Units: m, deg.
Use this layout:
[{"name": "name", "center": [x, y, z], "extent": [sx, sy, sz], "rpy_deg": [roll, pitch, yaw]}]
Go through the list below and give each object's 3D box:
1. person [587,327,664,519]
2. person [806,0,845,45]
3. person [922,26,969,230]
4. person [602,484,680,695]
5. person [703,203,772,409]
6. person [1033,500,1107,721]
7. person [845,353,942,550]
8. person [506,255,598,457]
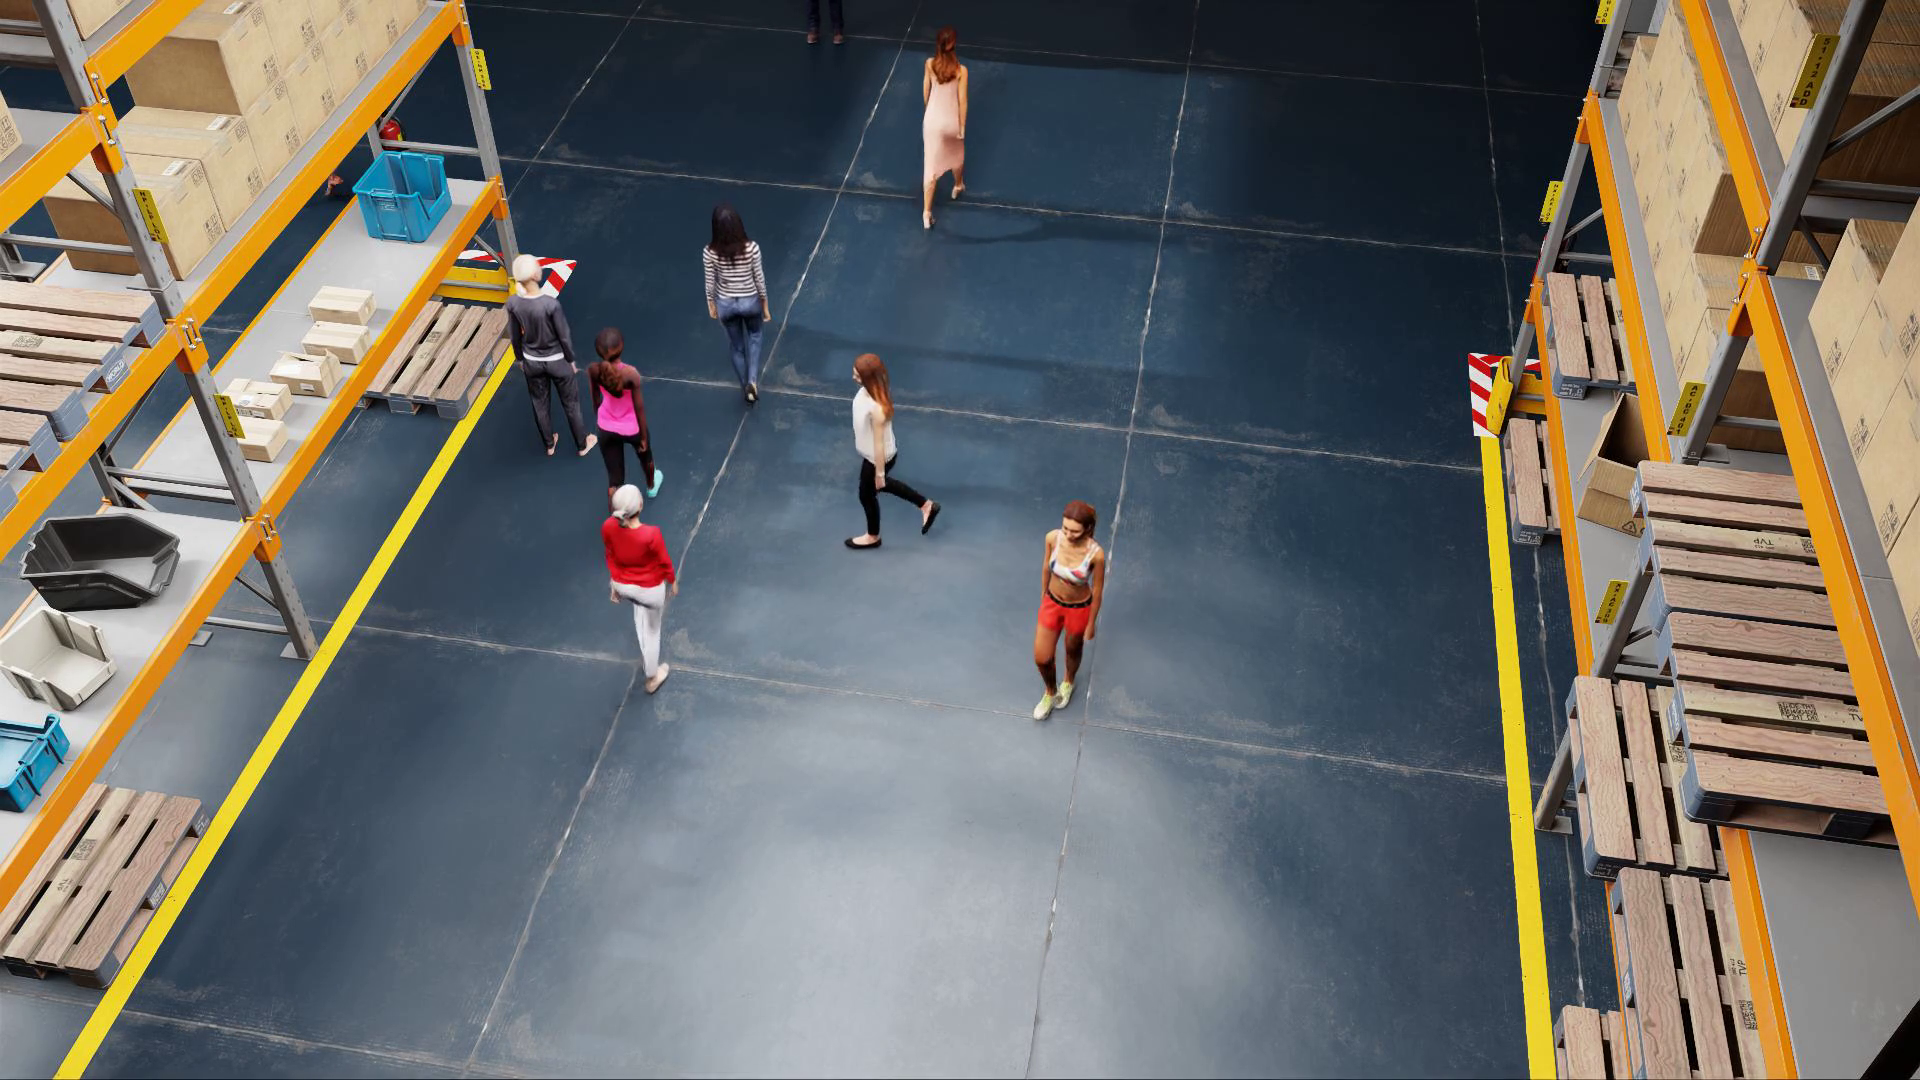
[{"name": "person", "center": [-2.375, -0.686, 11.529], "extent": [0.620, 1.681, 1.141], "rpy_deg": [4, 44, 4]}, {"name": "person", "center": [-1.432, -5.977, 16.968], "extent": [0.795, 1.841, 0.719], "rpy_deg": [-1, 44, -1]}, {"name": "person", "center": [-0.185, -3.555, 14.462], "extent": [0.687, 1.790, 1.132], "rpy_deg": [13, 45, 13]}, {"name": "person", "center": [-2.033, 0.363, 10.427], "extent": [0.585, 1.683, 0.619], "rpy_deg": [10, 44, 10]}, {"name": "person", "center": [-1.661, -1.679, 12.496], "extent": [0.703, 1.785, 0.737], "rpy_deg": [-4, 44, -4]}, {"name": "person", "center": [0.714, 0.370, 10.348], "extent": [0.679, 1.781, 0.740], "rpy_deg": [19, 47, 19]}, {"name": "person", "center": [-0.478, -0.604, 11.433], "extent": [0.845, 1.696, 0.938], "rpy_deg": [-4, 44, -4]}, {"name": "person", "center": [-3.028, -1.334, 12.177], "extent": [0.612, 1.726, 0.531], "rpy_deg": [5, 44, 5]}]
